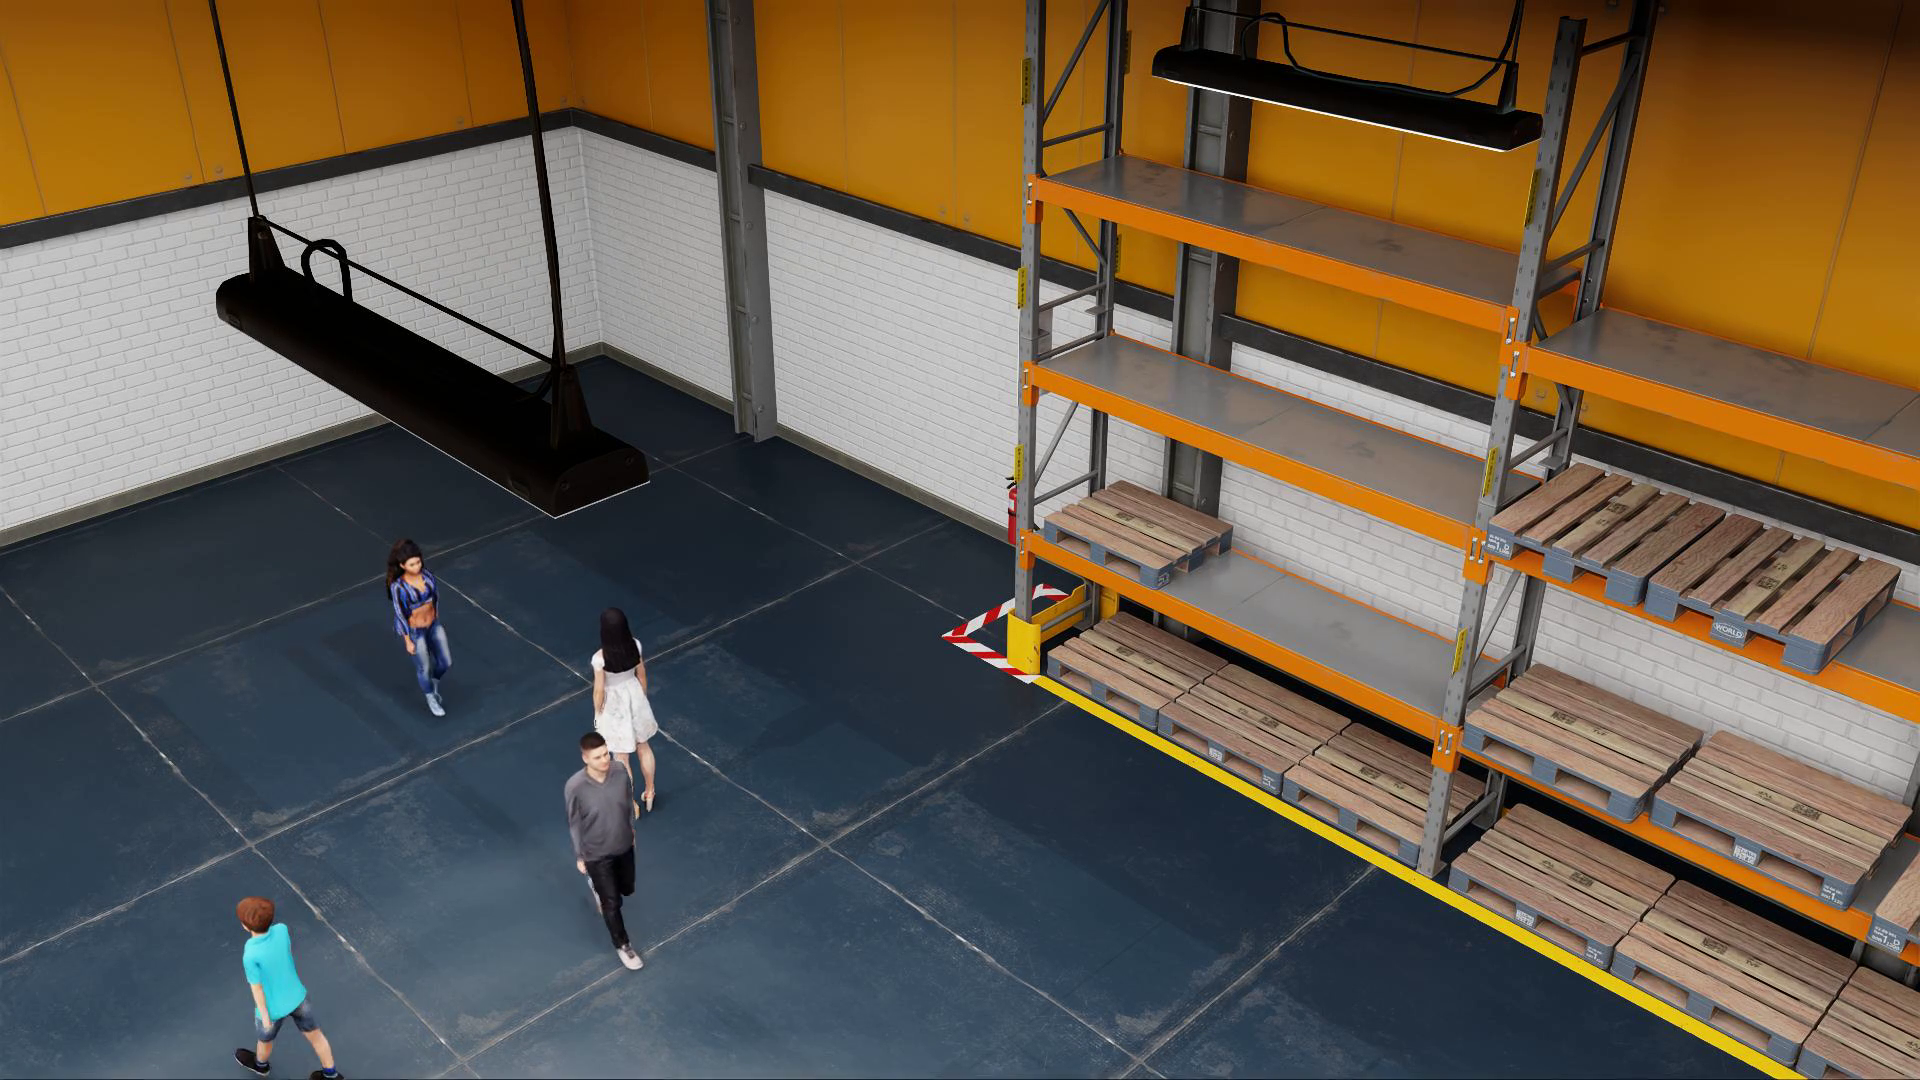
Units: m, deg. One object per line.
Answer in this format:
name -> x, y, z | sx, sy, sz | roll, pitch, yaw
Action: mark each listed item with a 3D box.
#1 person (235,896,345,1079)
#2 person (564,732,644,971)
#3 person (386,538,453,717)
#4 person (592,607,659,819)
person -> -3.989, 2.739, 9.901 | 1.018, 1.410, 0.753 | 12, 31, 21
person -> -2.360, 1.976, 10.948 | 0.674, 1.746, 0.986 | -21, 35, -33
person -> -4.385, 0.710, 13.411 | 0.629, 1.610, 0.638 | 21, 35, 34
person -> -2.464, 1.272, 12.212 | 0.666, 1.774, 0.658 | -22, 35, -34
